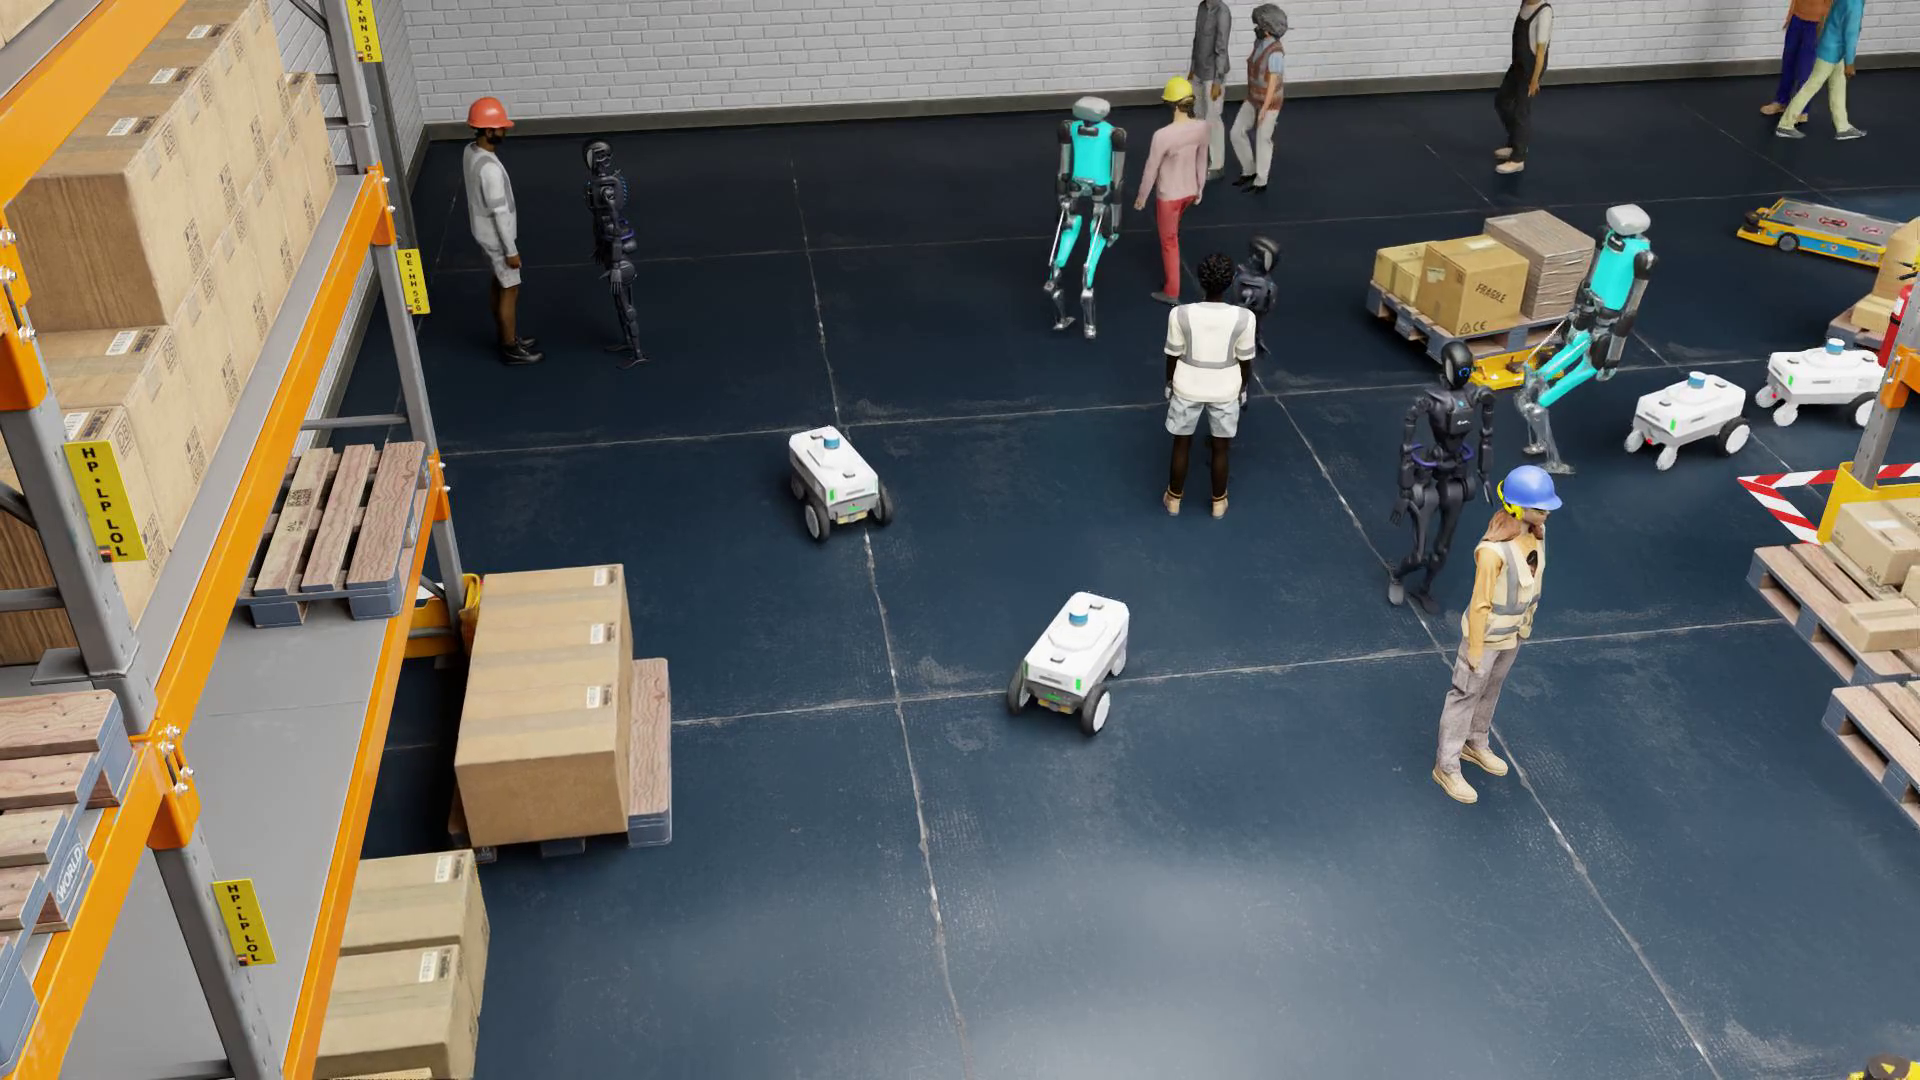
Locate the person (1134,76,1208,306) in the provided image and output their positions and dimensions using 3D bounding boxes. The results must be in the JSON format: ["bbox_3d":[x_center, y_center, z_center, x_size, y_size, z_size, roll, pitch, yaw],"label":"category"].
[{"bbox_3d":[1.554,-2.620,12.505,0.535,1.751,0.466,-25,41,-33],"label":"person"}]

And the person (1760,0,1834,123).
[{"bbox_3d":[8.175,-5.038,16.020,0.405,1.969,0.521,-8,34,-12],"label":"person"}]

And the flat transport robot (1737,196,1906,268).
[{"bbox_3d":[7.238,-2.494,13.675,1.431,0.231,0.659,23,40,31],"label":"flat transport robot"}]

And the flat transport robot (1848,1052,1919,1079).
[{"bbox_3d":[4.006,2.463,6.079,0.659,0.231,1.431,-7,34,-11],"label":"flat transport robot"}]

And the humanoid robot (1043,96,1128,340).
[{"bbox_3d":[0.837,-2.238,11.901,0.545,1.749,0.662,17,37,24],"label":"humanoid robot"}]

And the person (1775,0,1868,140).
[{"bbox_3d":[8.240,-4.551,15.514,0.852,1.685,0.569,12,35,18],"label":"person"}]

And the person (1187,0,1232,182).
[{"bbox_3d":[2.220,-4.133,14.708,0.386,1.889,0.535,-12,35,-18],"label":"person"}]

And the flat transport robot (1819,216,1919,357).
[{"bbox_3d":[6.898,-1.229,11.735,0.659,0.231,1.431,-28,42,-36],"label":"flat transport robot"}]

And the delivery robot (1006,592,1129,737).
[{"bbox_3d":[0.599,0.613,8.652,0.499,0.596,0.787,15,36,22],"label":"delivery robot"}]

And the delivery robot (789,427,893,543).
[{"bbox_3d":[-0.775,-0.390,10.175,0.499,0.580,0.757,-15,36,-22],"label":"delivery robot"}]

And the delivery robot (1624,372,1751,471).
[{"bbox_3d":[4.747,-0.815,10.835,0.784,0.589,0.499,-17,37,-24],"label":"delivery robot"}]

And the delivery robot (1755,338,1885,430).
[{"bbox_3d":[5.867,-1.068,11.237,0.781,0.605,0.499,-2,33,-2],"label":"delivery robot"}]

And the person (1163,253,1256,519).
[{"bbox_3d":[1.472,-0.899,9.931,0.534,1.692,0.320,4,33,6],"label":"person"}]

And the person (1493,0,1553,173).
[{"bbox_3d":[5.049,-4.191,14.847,0.417,1.827,0.548,-3,33,-5],"label":"person"}]

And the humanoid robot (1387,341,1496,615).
[{"bbox_3d":[2.636,-0.316,9.049,0.597,1.652,0.346,-9,34,-14],"label":"humanoid robot"}]

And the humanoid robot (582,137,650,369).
[{"bbox_3d":[-2.426,-2.006,11.626,0.315,1.657,0.599,-13,35,-19],"label":"humanoid robot"}]

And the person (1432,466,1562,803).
[{"bbox_3d":[2.526,0.430,7.809,0.465,1.781,0.304,-27,42,-35],"label":"person"}]

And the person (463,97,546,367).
[{"bbox_3d":[-3.199,-2.135,11.614,0.388,1.926,0.546,-17,37,-24],"label":"person"}]

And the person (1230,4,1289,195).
[{"bbox_3d":[2.566,-3.777,14.343,0.407,1.674,0.441,-11,35,-16],"label":"person"}]

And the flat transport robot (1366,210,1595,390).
[{"bbox_3d":[3.709,-1.512,12.170,0.659,0.231,1.431,-11,35,-17],"label":"flat transport robot"}]

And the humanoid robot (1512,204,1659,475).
[{"bbox_3d":[3.779,-1.214,10.326,0.730,1.744,0.538,-8,34,-12],"label":"humanoid robot"}]

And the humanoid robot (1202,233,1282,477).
[{"bbox_3d":[1.736,-1.178,10.372,0.429,1.634,0.619,13,35,18],"label":"humanoid robot"}]
